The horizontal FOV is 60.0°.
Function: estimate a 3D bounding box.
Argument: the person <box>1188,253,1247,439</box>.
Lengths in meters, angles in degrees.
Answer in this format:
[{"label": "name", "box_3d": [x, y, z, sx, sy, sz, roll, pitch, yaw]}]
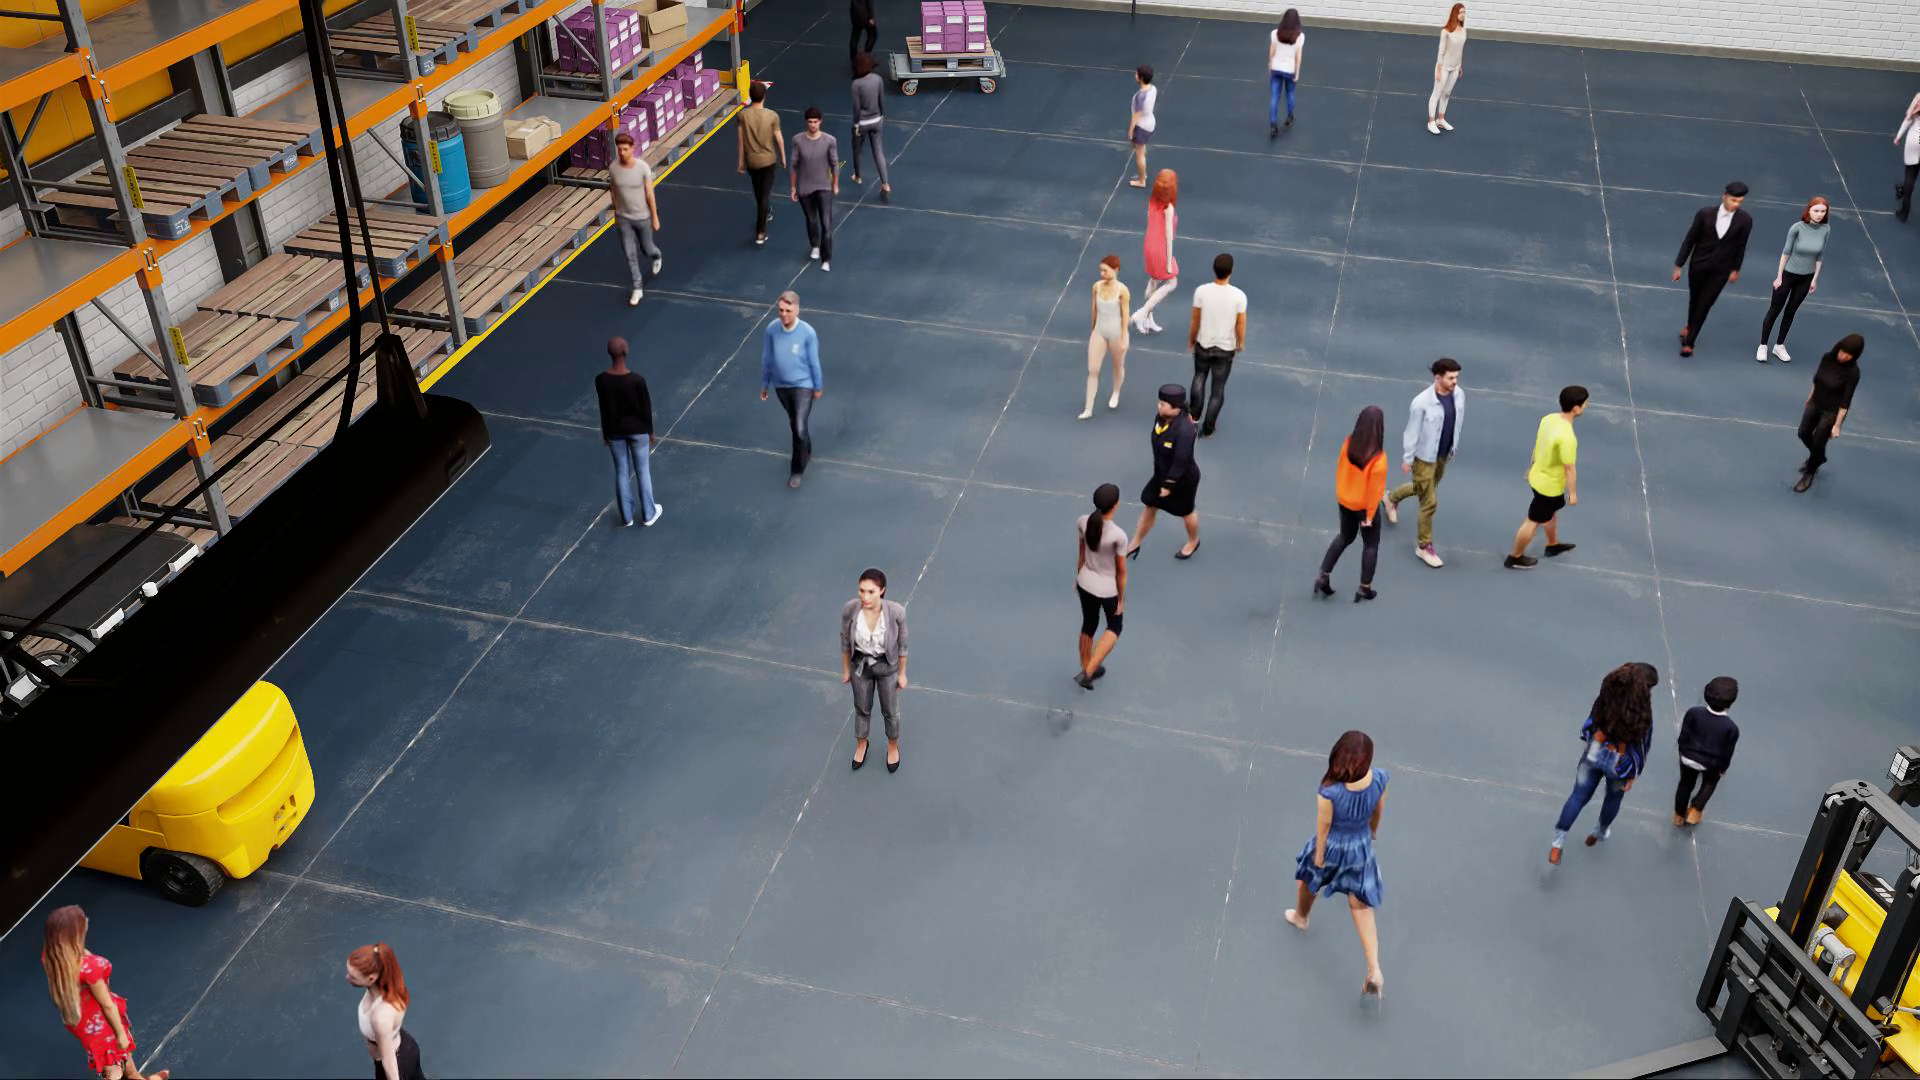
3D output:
[{"label": "person", "box_3d": [2.340, -1.761, 15.399, 0.673, 1.792, 0.651, 12, 35, 17]}]

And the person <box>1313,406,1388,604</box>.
[{"label": "person", "box_3d": [3.098, -0.263, 13.201, 0.936, 1.729, 0.876, -14, 36, -21]}]

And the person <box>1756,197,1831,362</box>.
[{"label": "person", "box_3d": [8.411, -2.630, 16.750, 0.617, 1.743, 0.602, 2, 34, 3]}]

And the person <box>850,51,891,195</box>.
[{"label": "person", "box_3d": [-1.084, -5.095, 20.470, 1.095, 1.731, 1.188, -16, 37, -22]}]

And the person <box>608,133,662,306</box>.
[{"label": "person", "box_3d": [-3.496, -3.524, 17.981, 0.791, 1.869, 1.111, 2, 34, 4]}]

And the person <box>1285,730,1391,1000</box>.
[{"label": "person", "box_3d": [2.316, 1.937, 9.857, 1.057, 1.769, 1.239, -10, 35, -14]}]

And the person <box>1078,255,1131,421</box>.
[{"label": "person", "box_3d": [1.467, -1.981, 15.889, 0.665, 1.616, 0.953, 13, 36, 19]}]

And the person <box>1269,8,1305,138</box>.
[{"label": "person", "box_3d": [4.294, -6.192, 22.186, 0.630, 1.657, 0.954, 10, 35, 14]}]

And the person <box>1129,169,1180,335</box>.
[{"label": "person", "box_3d": [1.952, -2.907, 17.107, 0.873, 1.809, 0.821, -14, 36, -19]}]

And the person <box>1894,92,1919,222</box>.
[{"label": "person", "box_3d": [11.465, -4.682, 19.817, 0.711, 1.767, 1.118, 5, 34, 8]}]

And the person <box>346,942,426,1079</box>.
[{"label": "person", "box_3d": [-2.858, 2.727, 8.713, 1.008, 1.719, 1.077, -10, 35, -14]}]

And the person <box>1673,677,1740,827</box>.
[{"label": "person", "box_3d": [4.947, 1.447, 11.089, 0.572, 1.221, 0.583, 24, 40, 31]}]

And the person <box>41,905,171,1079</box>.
[{"label": "person", "box_3d": [-4.726, 2.663, 8.946, 0.705, 1.566, 1.008, 13, 36, 18]}]

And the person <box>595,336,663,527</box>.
[{"label": "person", "box_3d": [-2.835, -0.917, 14.170, 0.649, 1.746, 0.622, 0, 34, 1]}]

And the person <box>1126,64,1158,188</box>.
[{"label": "person", "box_3d": [2.337, -5.147, 20.706, 0.704, 1.557, 0.585, 18, 38, 25]}]

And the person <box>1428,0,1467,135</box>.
[{"label": "person", "box_3d": [6.563, -6.371, 22.406, 0.684, 1.713, 0.744, -18, 38, -25]}]

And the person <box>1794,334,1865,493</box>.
[{"label": "person", "box_3d": [7.649, -1.150, 14.648, 0.925, 1.606, 0.881, -7, 34, -11]}]

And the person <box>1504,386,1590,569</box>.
[{"label": "person", "box_3d": [4.724, -0.481, 13.569, 0.894, 1.686, 0.926, -3, 34, -4]}]

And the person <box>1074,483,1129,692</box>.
[{"label": "person", "box_3d": [0.983, 0.400, 12.198, 0.775, 1.737, 0.866, 23, 40, 30]}]

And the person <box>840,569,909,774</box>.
[{"label": "person", "box_3d": [-0.580, 0.897, 11.503, 0.646, 1.677, 0.607, 4, 34, 7]}]

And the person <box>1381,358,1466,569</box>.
[{"label": "person", "box_3d": [3.866, -0.726, 13.854, 1.162, 1.778, 1.218, -18, 38, -25]}]

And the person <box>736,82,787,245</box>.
[{"label": "person", "box_3d": [-2.329, -4.324, 19.247, 0.782, 1.801, 1.224, 4, 34, 7]}]

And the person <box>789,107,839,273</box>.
[{"label": "person", "box_3d": [-1.636, -3.996, 18.741, 0.836, 1.814, 1.139, 2, 34, 3]}]

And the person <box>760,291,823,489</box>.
[{"label": "person", "box_3d": [-1.458, -1.444, 14.924, 0.735, 1.789, 0.959, 14, 36, 20]}]

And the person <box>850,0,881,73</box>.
[{"label": "person", "box_3d": [-1.475, -7.723, 24.407, 0.863, 1.750, 0.888, 28, 43, 35]}]

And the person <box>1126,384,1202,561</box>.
[{"label": "person", "box_3d": [1.842, -0.521, 13.672, 1.121, 1.638, 1.087, -15, 37, -22]}]

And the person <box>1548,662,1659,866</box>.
[{"label": "person", "box_3d": [4.134, 1.466, 10.715, 1.067, 1.601, 0.909, -28, 42, -35]}]

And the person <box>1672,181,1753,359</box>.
[{"label": "person", "box_3d": [7.655, -2.804, 16.946, 0.991, 1.816, 1.308, 19, 38, 26]}]
